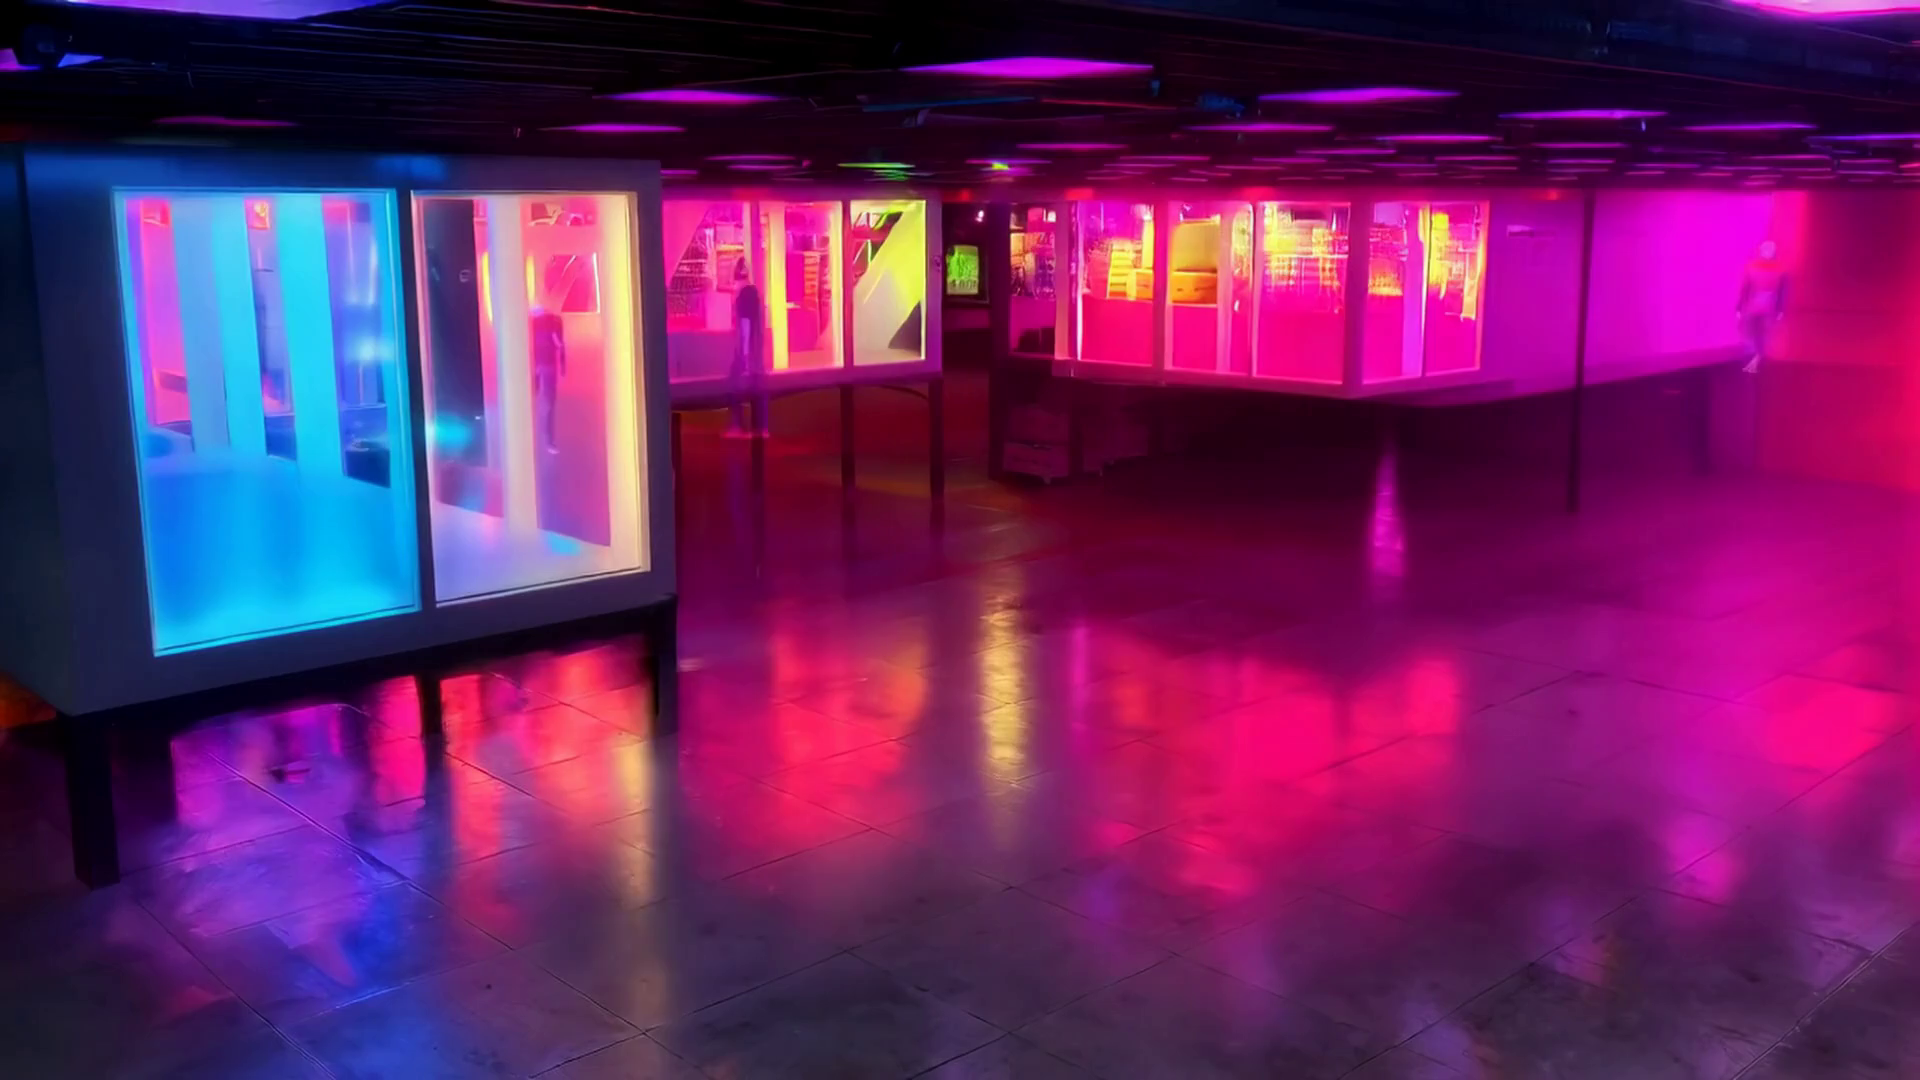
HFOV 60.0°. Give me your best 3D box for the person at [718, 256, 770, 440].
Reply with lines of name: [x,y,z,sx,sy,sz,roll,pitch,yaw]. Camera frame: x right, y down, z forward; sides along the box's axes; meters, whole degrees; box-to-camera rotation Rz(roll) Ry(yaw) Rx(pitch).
person: [-2.205,-1.927,16.782,0.642,1.851,0.522,4,12,18]

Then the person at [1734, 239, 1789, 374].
person: [11.279,-3.287,23.444,0.677,1.895,0.415,2,11,8]
